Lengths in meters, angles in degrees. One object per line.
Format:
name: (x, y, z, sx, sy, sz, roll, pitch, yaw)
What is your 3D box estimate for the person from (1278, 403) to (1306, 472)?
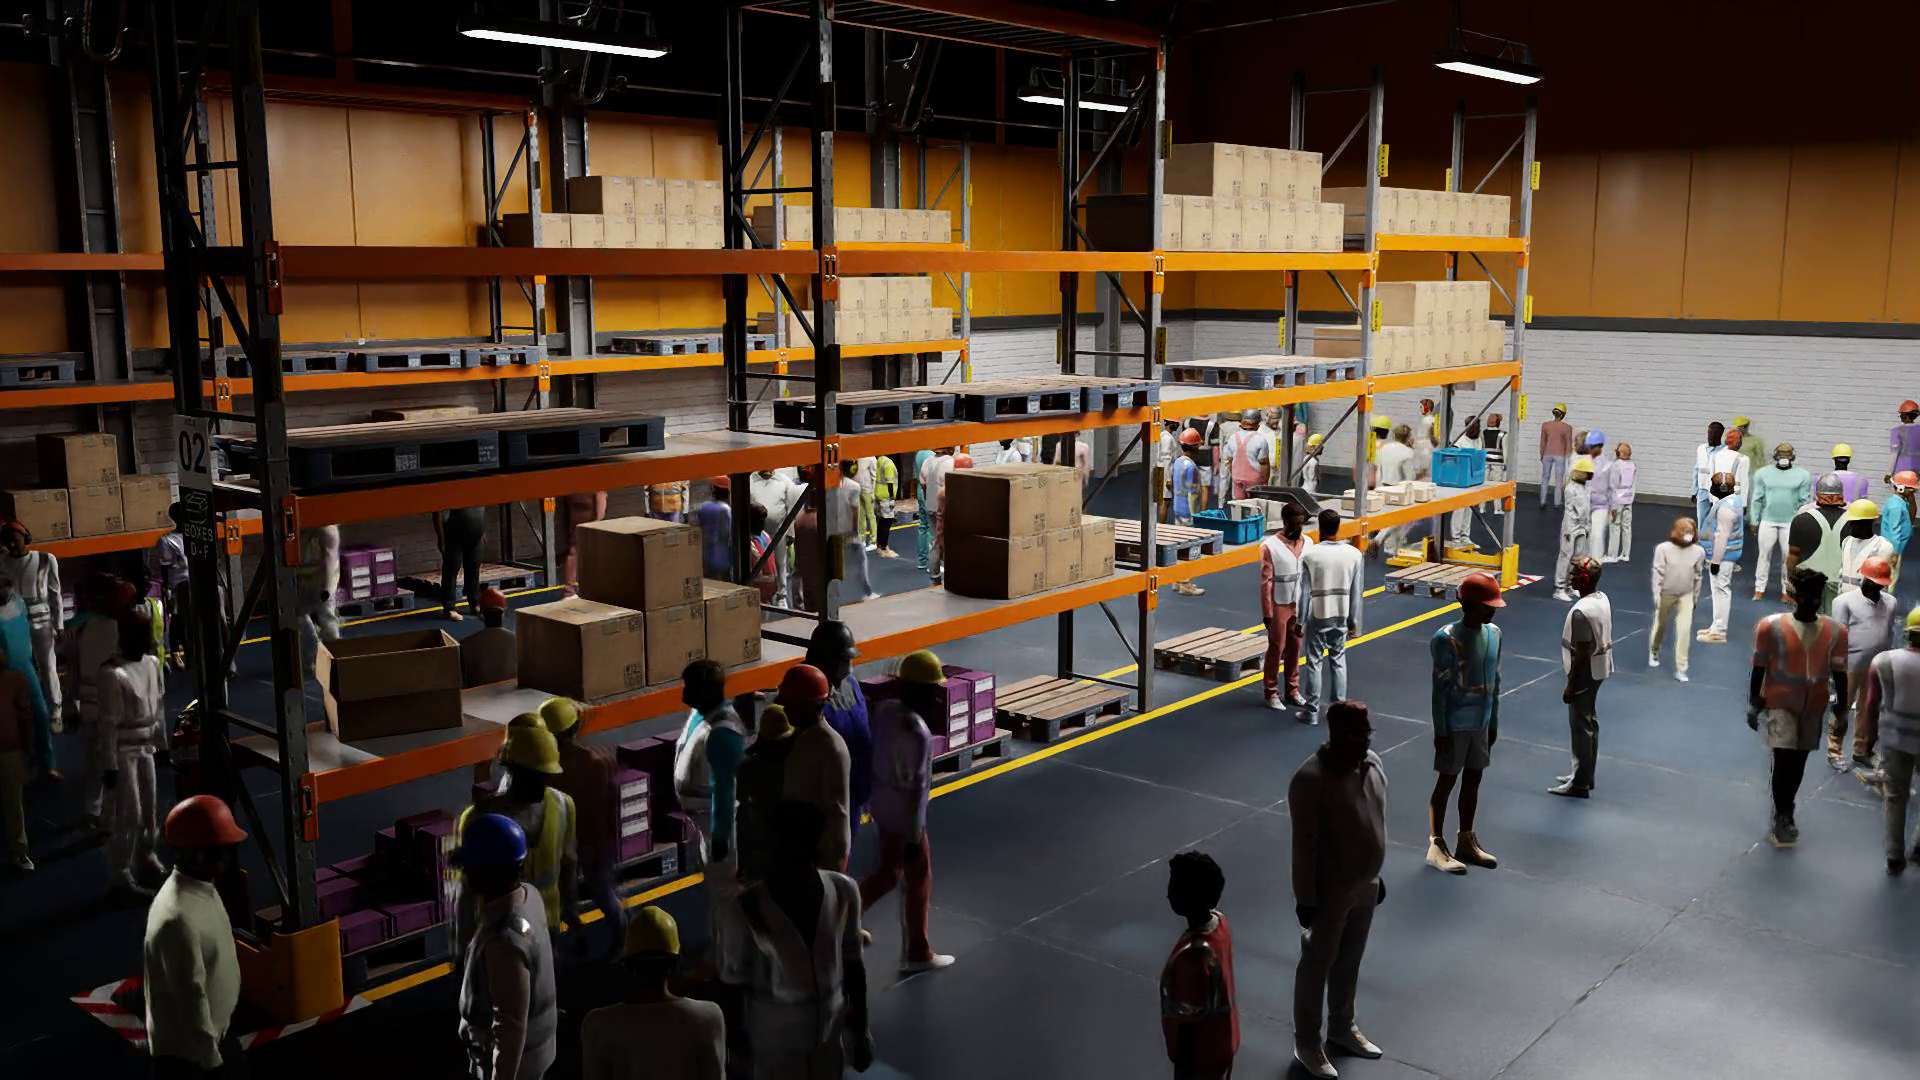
person: (5.202, -1.299, 26.406, 0.601, 1.916, 0.513, 6, 11, 33)

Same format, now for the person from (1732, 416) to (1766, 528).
person: (12.002, -1.040, 25.417, 0.522, 1.726, 0.541, -6, 11, -33)

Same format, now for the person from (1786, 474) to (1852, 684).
person: (8.356, 0.365, 16.105, 0.681, 2.000, 0.535, 3, 10, 18)

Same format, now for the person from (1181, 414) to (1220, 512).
person: (3.684, -1.193, 25.450, 0.611, 2.032, 0.411, 5, 11, 28)

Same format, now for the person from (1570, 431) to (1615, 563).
person: (8.366, -0.524, 22.051, 0.766, 1.830, 0.526, 1, 10, 5)

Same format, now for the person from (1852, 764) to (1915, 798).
person: (7.179, 1.117, 12.229, 1.004, 1.830, 0.594, 7, 12, 35)

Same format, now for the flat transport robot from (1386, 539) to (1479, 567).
flat transport robot: (6.400, 0.183, 22.469, 0.652, 0.197, 1.431, 8, 13, 41)

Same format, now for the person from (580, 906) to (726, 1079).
person: (-1.106, 2.190, 6.056, 0.518, 1.757, 0.339, -2, 10, -15)

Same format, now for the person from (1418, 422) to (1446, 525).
person: (7.334, -1.063, 25.955, 0.482, 1.592, 0.807, -1, 10, -5)

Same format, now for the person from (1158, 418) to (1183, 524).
person: (3.058, -0.955, 24.340, 0.389, 1.925, 0.549, 1, 10, 5)

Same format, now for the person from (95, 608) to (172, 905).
person: (-5.286, 1.364, 10.645, 0.384, 1.882, 0.676, 1, 10, 6)

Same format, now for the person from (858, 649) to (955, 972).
person: (-0.418, 1.557, 9.420, 0.736, 1.900, 0.603, -5, 11, -25)

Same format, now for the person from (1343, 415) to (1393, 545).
person: (5.837, -0.845, 23.842, 0.697, 1.887, 0.605, -4, 10, -23)

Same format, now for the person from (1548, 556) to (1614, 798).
person: (4.754, 1.040, 12.657, 0.389, 1.846, 0.564, 6, 11, 32)

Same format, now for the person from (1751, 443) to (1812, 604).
person: (9.780, -0.206, 19.855, 0.632, 1.932, 0.367, 5, 11, 28)

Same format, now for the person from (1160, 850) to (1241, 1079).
person: (0.979, 2.096, 6.830, 0.321, 1.689, 0.529, 4, 10, 21)

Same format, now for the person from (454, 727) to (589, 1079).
person: (-2.111, 1.816, 7.923, 0.653, 1.888, 0.482, -8, 13, -41)

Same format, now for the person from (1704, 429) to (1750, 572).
person: (10.112, -0.521, 21.906, 0.346, 1.876, 0.571, -5, 11, -28)

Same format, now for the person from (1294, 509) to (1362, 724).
person: (3.238, 0.681, 14.635, 0.598, 1.908, 0.410, -3, 10, -15)

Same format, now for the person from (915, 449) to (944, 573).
person: (-0.347, -0.519, 21.821, 0.399, 1.900, 0.644, -5, 11, -26)

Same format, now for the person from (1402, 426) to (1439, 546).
person: (6.549, -0.729, 23.325, 0.762, 1.811, 0.542, 6, 11, 31)

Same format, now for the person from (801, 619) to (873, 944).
person: (-0.741, 1.442, 9.675, 0.536, 2.000, 0.684, 6, 11, 31)

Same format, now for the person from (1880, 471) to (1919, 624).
person: (10.548, 0.079, 18.718, 0.352, 1.738, 0.573, 5, 11, 29)

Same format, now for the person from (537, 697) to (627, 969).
person: (-2.167, 1.674, 9.294, 0.553, 1.708, 0.940, 4, 10, 24)

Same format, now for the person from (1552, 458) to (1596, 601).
person: (7.428, -0.131, 20.009, 0.486, 1.735, 0.364, -7, 12, -35)

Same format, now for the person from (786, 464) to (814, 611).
person: (-1.772, -0.015, 18.947, 0.388, 1.848, 0.564, -6, 11, -33)

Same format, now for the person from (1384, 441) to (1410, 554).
person: (6.084, -0.612, 23.162, 0.321, 1.630, 0.521, 6, 11, 30)

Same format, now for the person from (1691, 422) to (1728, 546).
person: (10.188, -0.648, 22.516, 0.391, 1.920, 0.593, -6, 11, -30)

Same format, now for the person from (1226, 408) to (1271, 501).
person: (4.107, -0.854, 23.385, 0.538, 2.000, 0.683, -9, 13, -42)

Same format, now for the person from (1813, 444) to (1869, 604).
person: (10.400, -0.182, 19.716, 0.586, 1.925, 0.369, 3, 10, 16)

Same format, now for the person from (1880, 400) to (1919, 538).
person: (13.871, -1.033, 24.443, 0.608, 2.044, 0.370, -2, 10, -14)

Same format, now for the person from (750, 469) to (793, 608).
person: (-2.239, -0.102, 19.319, 0.641, 1.902, 0.399, -1, 10, -7)

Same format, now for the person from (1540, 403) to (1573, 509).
person: (9.826, -1.386, 27.421, 0.532, 1.756, 0.337, 8, 12, 38)

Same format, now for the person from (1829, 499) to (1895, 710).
person: (8.207, 0.582, 15.175, 0.394, 1.921, 0.583, -2, 10, -12)

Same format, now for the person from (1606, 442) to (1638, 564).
person: (8.906, -0.497, 22.447, 0.523, 1.639, 0.306, -5, 11, -26)

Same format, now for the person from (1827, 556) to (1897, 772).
person: (7.230, 0.983, 13.297, 0.561, 1.742, 0.337, -2, 10, -11)

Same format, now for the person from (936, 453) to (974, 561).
person: (0.044, 0.033, 18.261, 0.614, 1.987, 0.408, 0, 10, -1)

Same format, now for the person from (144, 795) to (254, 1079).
person: (-3.152, 1.986, 6.700, 0.944, 1.960, 0.628, -2, 10, -13)

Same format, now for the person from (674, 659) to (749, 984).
person: (-1.351, 1.578, 9.468, 0.522, 1.847, 0.759, -3, 10, -18)

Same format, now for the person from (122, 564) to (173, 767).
person: (-6.498, 1.020, 13.212, 0.318, 1.698, 0.539, 3, 10, 17)

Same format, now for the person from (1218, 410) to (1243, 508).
person: (4.499, -1.371, 27.396, 0.492, 1.731, 0.324, 5, 11, 28)

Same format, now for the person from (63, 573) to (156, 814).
person: (-6.170, 1.138, 12.072, 0.384, 1.845, 0.569, 6, 11, 33)
